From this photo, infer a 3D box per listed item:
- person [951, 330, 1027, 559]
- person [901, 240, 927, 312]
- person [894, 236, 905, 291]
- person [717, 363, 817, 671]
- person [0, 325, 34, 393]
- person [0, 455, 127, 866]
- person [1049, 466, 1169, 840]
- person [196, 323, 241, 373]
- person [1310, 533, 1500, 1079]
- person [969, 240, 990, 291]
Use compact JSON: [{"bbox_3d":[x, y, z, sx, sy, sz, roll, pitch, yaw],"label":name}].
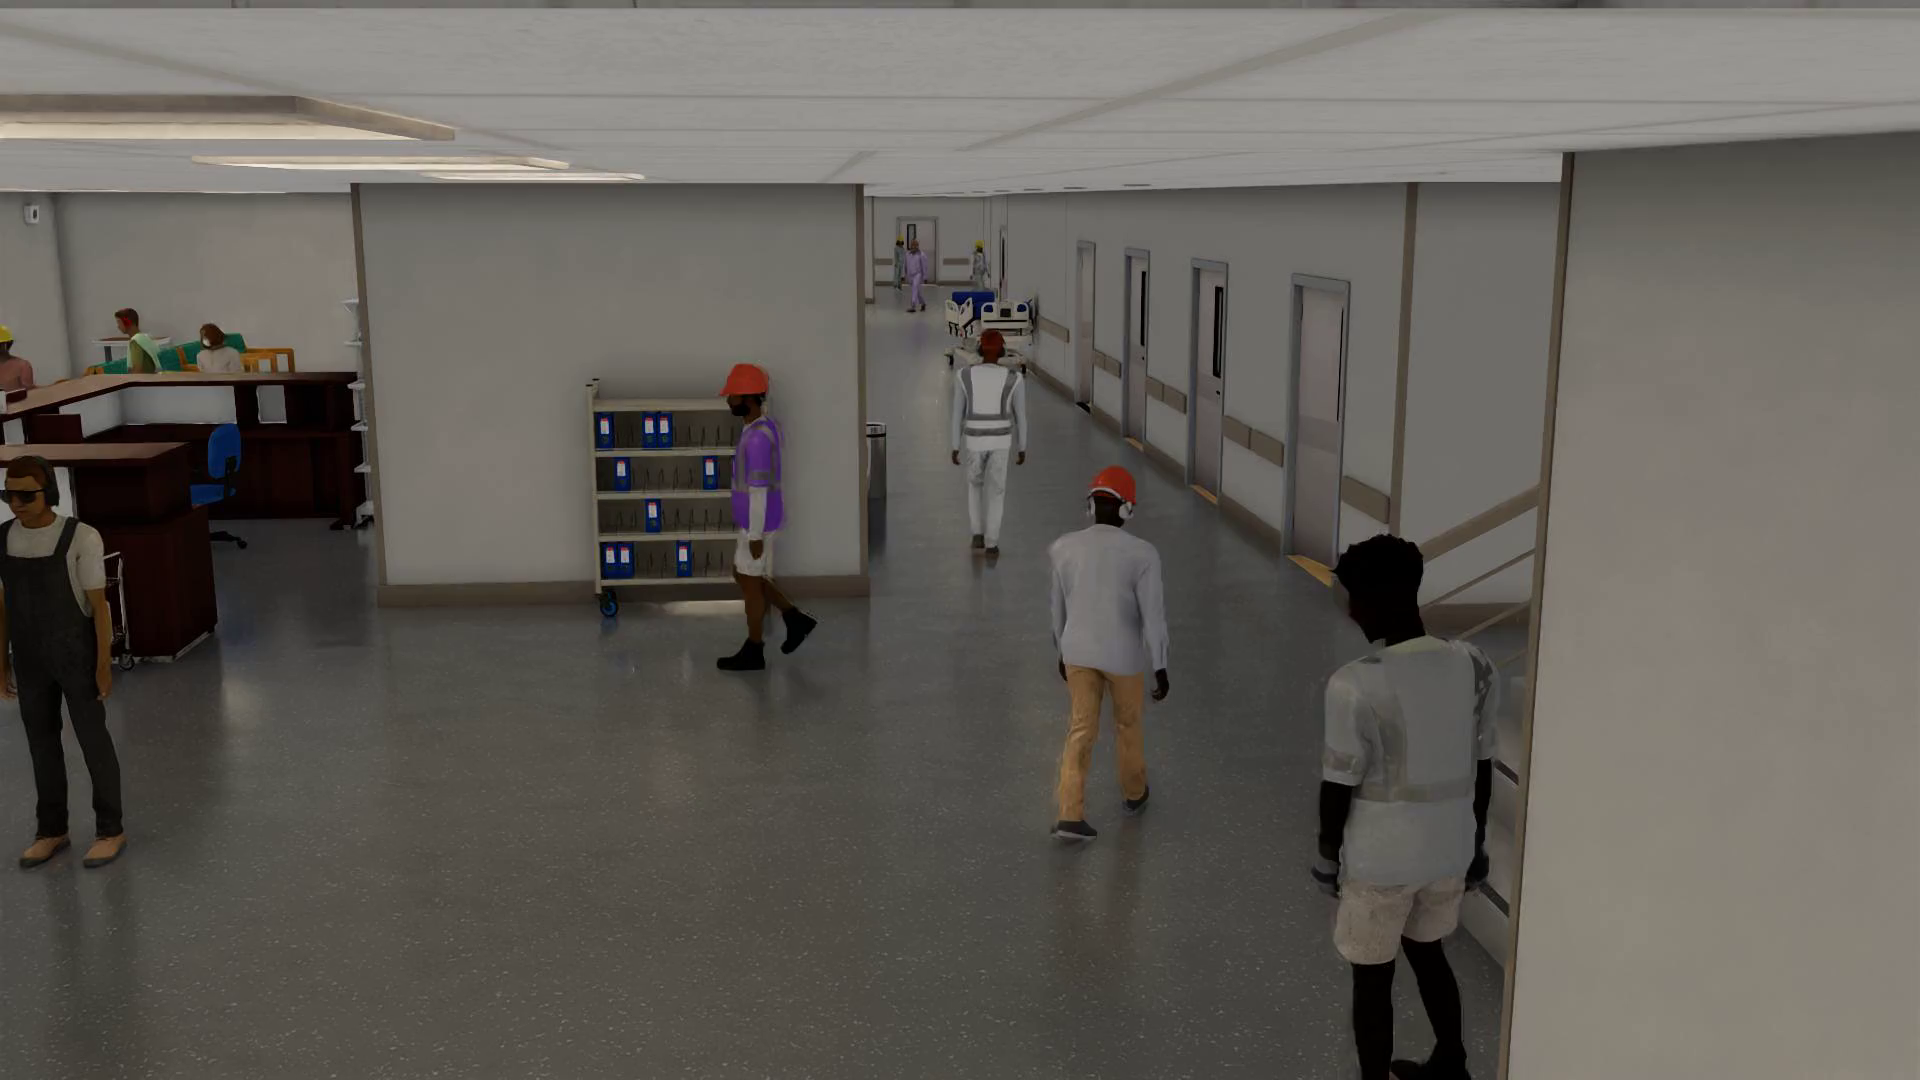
[{"bbox_3d":[0.248,-0.794,13.663,0.613,1.865,0.566,1,12,7],"label":"person"},{"bbox_3d":[-1.143,-6.914,43.575,0.639,1.873,0.900,10,15,39],"label":"person"},{"bbox_3d":[-1.939,-8.928,53.727,0.313,1.741,0.487,8,14,35],"label":"person"},{"bbox_3d":[-1.232,-0.131,10.279,0.524,1.927,0.560,-1,12,-4],"label":"person"},{"bbox_3d":[-9.024,-1.177,15.834,0.527,1.757,0.433,0,12,0],"label":"person"},{"bbox_3d":[-3.961,0.530,7.275,0.505,1.838,0.347,0,12,1],"label":"person"},{"bbox_3d":[0.685,0.521,7.684,0.616,1.702,0.859,6,13,25],"label":"person"},{"bbox_3d":[-7.930,-1.538,17.919,0.516,1.607,0.555,1,12,3],"label":"person"},{"bbox_3d":[1.362,0.929,5.102,0.664,1.933,0.467,-5,13,-24],"label":"person"},{"bbox_3d":[0.582,-7.476,46.523,0.930,1.781,0.590,9,14,37],"label":"person"}]
